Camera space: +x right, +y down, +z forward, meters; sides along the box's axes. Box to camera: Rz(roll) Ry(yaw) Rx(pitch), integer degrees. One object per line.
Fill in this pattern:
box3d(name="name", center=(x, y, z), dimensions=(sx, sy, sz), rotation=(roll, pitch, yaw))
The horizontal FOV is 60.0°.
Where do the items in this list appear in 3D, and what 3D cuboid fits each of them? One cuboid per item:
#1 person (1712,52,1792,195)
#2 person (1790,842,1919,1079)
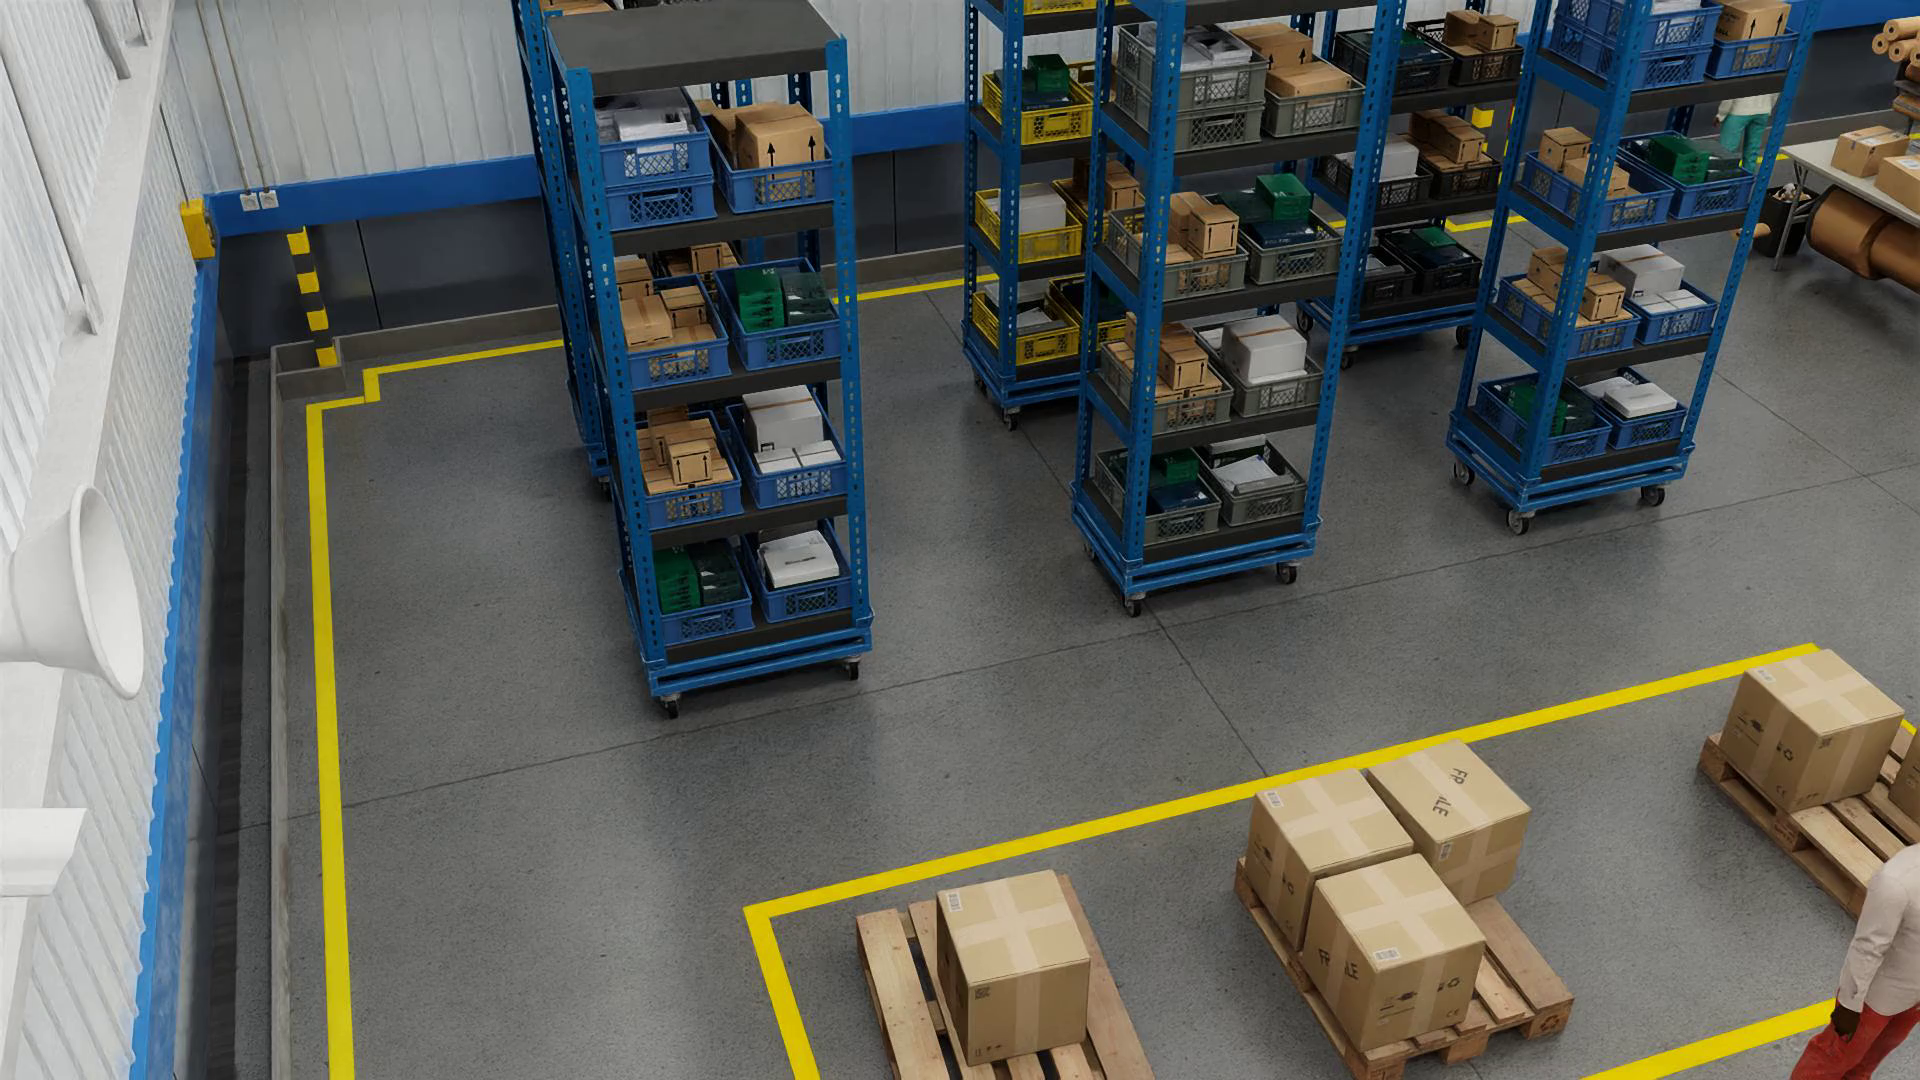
box3d(name="person", center=(6.511, -3.553, 13.792), dimensions=(0.524, 1.769, 0.313), rotation=(-8, 36, -11))
box3d(name="person", center=(3.520, 1.645, 6.225), dimensions=(0.607, 1.996, 0.376), rotation=(-15, 38, -20))
